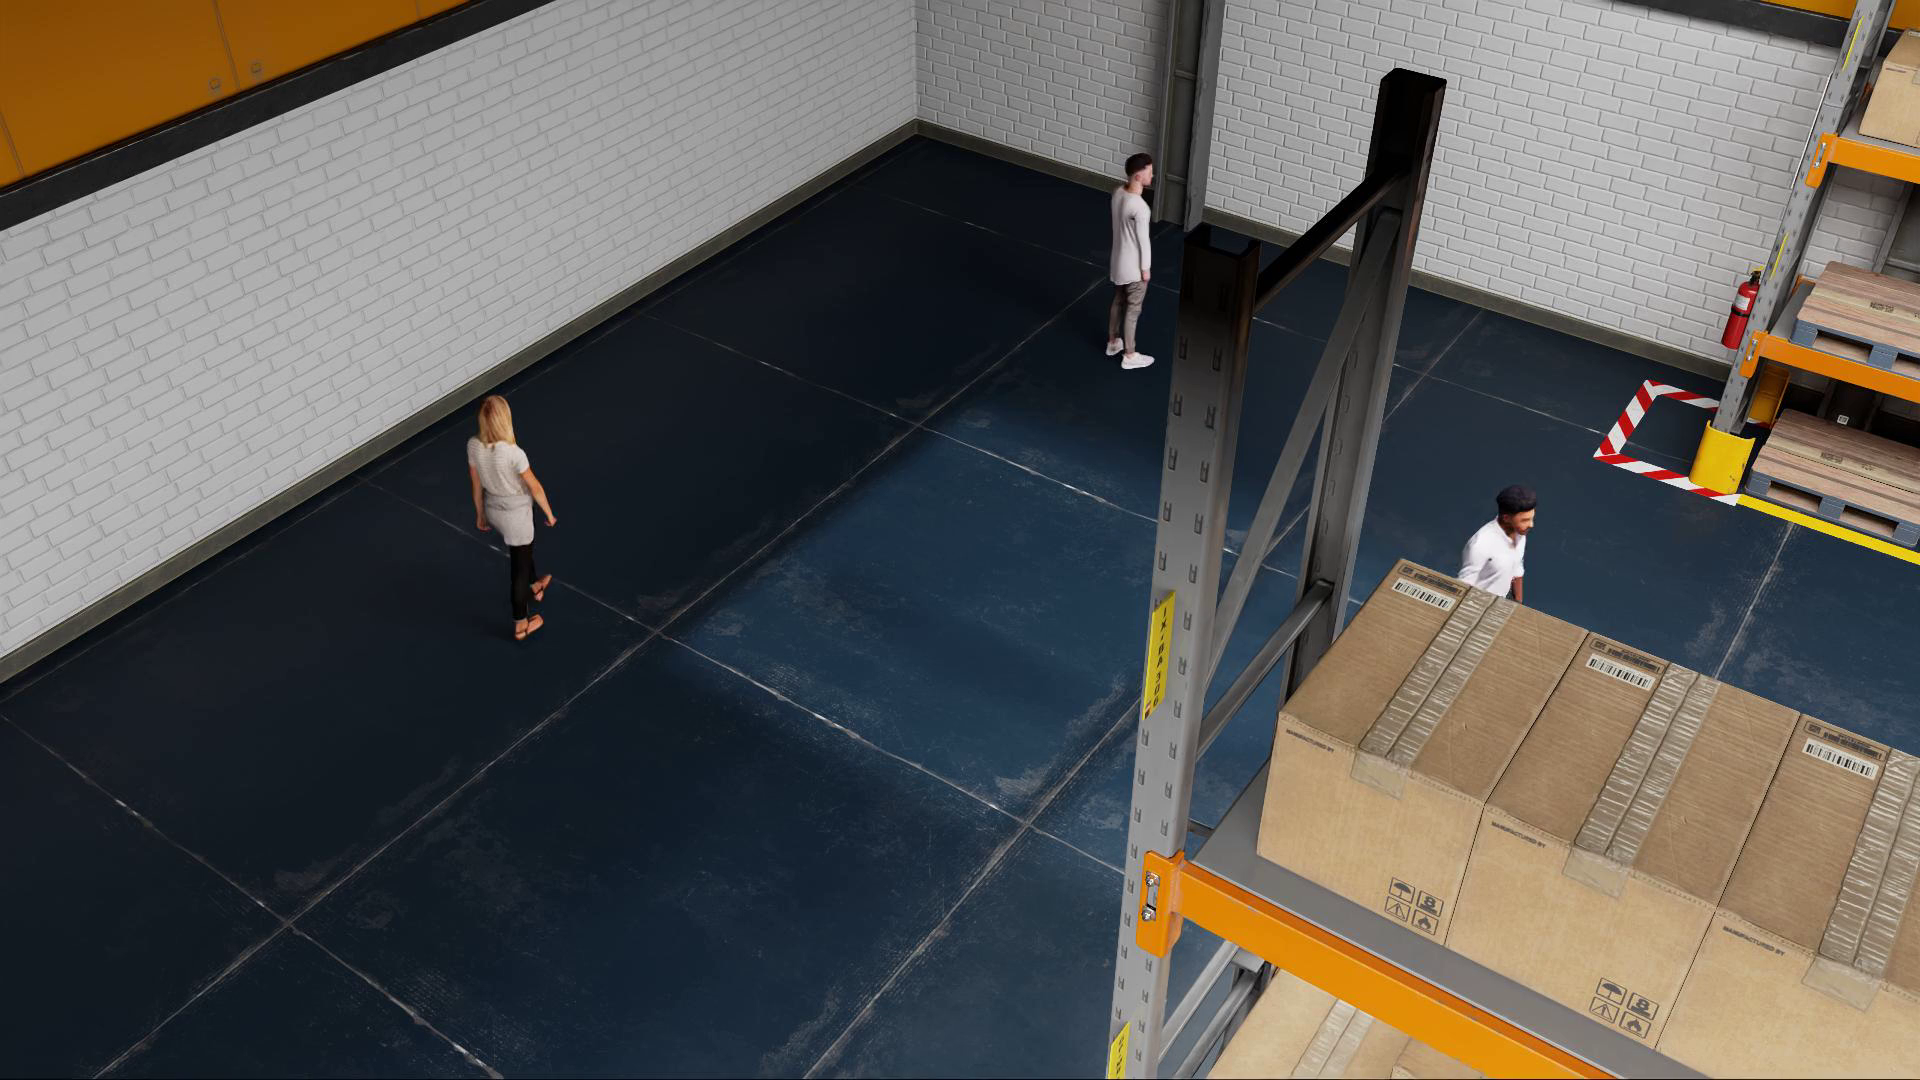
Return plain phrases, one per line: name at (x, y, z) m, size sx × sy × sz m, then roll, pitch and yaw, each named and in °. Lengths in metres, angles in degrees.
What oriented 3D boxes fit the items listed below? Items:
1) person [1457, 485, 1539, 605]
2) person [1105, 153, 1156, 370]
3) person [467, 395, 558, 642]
person at (3.101, 0.355, 10.158) m, size 0.737 × 1.787 × 0.831 m, roll -30°, pitch 47°, yaw -32°
person at (1.373, -2.252, 13.385) m, size 0.813 × 1.834 × 0.686 m, roll -16°, pitch 41°, yaw -19°
person at (-2.937, -0.086, 10.693) m, size 0.851 × 1.808 × 0.810 m, roll 13°, pitch 40°, yaw 16°
